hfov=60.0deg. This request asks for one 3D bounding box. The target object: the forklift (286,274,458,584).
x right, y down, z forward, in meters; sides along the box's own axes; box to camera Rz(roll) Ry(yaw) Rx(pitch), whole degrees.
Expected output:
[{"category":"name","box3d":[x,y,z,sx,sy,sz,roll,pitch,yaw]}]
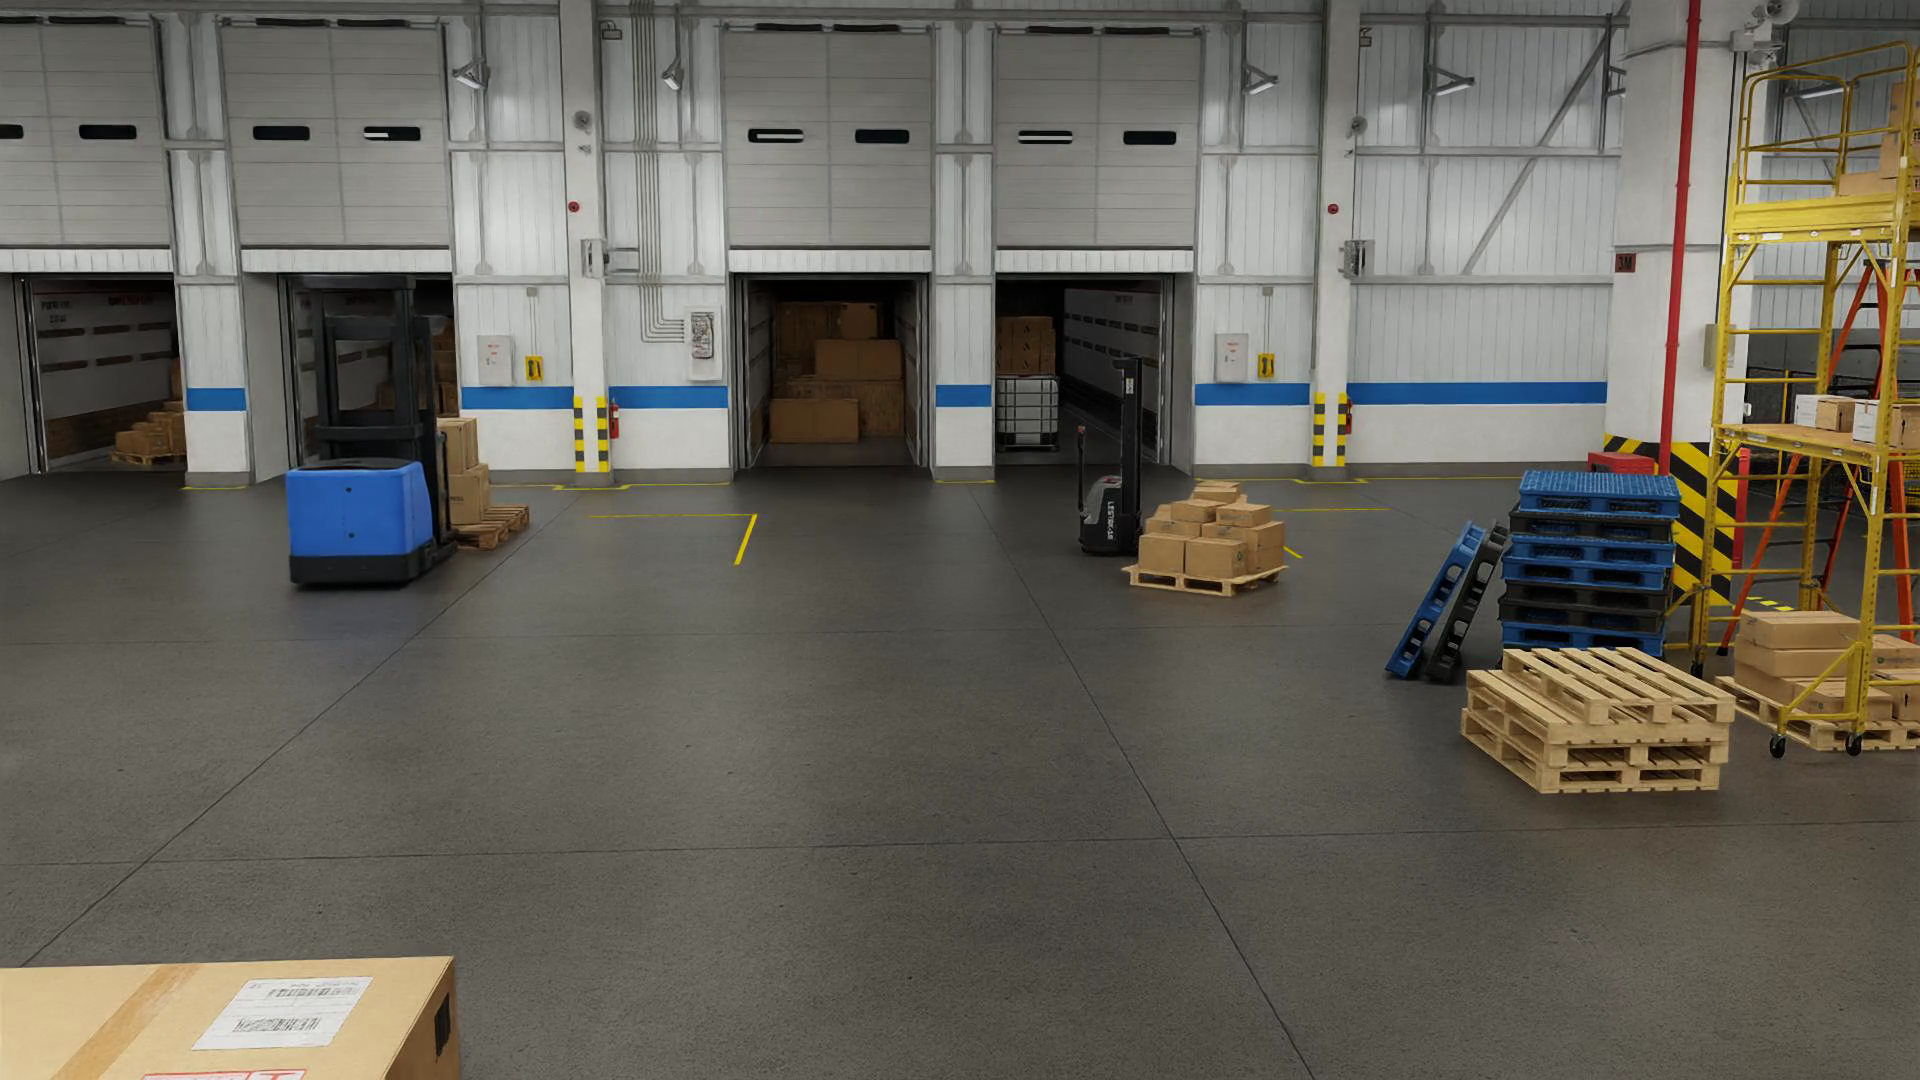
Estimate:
[{"category":"forklift","box3d":[-5.550,-1.092,15.605,1.129,2.768,1.873,-1,9,-4]}]

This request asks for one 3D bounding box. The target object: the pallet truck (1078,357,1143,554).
[{"category":"pallet truck","box3d":[2.088,-0.836,16.757,1.885,1.965,0.823,2,9,13]}]
